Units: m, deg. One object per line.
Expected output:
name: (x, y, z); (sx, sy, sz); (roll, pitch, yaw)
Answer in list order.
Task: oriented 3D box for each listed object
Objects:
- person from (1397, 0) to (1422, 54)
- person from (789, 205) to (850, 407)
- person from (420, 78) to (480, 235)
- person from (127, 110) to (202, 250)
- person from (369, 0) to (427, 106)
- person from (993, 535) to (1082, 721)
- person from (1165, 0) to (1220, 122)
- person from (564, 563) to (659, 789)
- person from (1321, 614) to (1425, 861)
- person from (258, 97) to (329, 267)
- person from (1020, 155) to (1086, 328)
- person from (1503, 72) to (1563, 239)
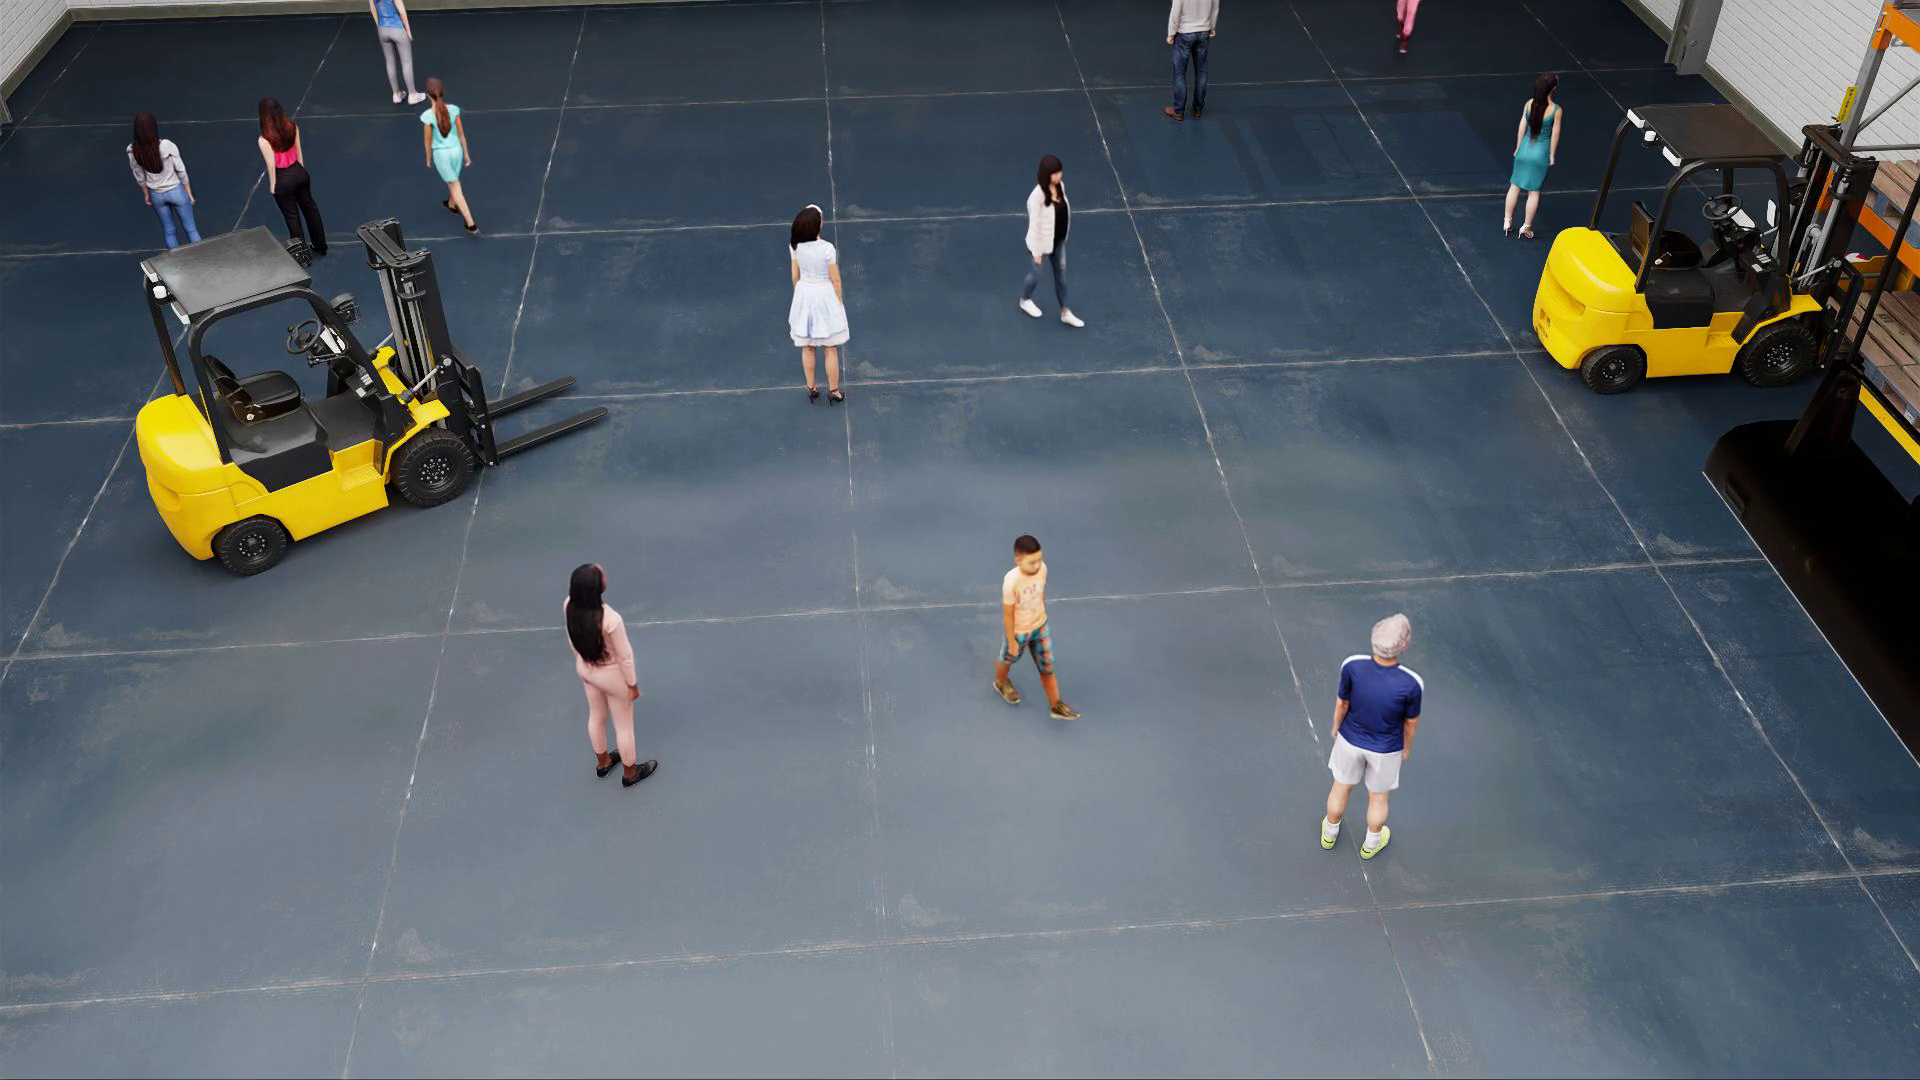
person: (5.411, -6.656, 19.951); (0.788, 1.426, 1.063); (10, 40, 12)
person: (-1.172, -1.917, 13.702); (0.814, 1.819, 0.851); (11, 40, 14)
person: (-4.955, -3.706, 16.180); (0.937, 1.521, 1.112); (-26, 45, -29)
person: (-7.359, -3.203, 15.462); (0.610, 1.631, 0.522); (-6, 39, -7)
person: (-6.335, -5.674, 18.575); (0.629, 1.608, 0.617); (9, 39, 11)
person: (0.374, 0.532, 10.943); (0.878, 1.435, 1.021); (-28, 46, -30)
person: (2.536, -5.547, 18.175); (0.799, 1.909, 0.716); (-12, 40, -15)
person: (-2.203, 0.839, 10.330); (0.694, 1.720, 0.725); (21, 43, 25)
person: (2.428, 1.169, 9.822); (0.721, 1.839, 0.722); (15, 41, 18)
person: (-6.319, -3.388, 15.670); (0.718, 1.660, 0.617); (18, 42, 21)
person: (0.721, -2.688, 14.833); (1.035, 1.613, 0.962); (29, 47, 32)
person: (5.532, -3.709, 16.052); (0.621, 1.685, 0.676); (27, 46, 29)
